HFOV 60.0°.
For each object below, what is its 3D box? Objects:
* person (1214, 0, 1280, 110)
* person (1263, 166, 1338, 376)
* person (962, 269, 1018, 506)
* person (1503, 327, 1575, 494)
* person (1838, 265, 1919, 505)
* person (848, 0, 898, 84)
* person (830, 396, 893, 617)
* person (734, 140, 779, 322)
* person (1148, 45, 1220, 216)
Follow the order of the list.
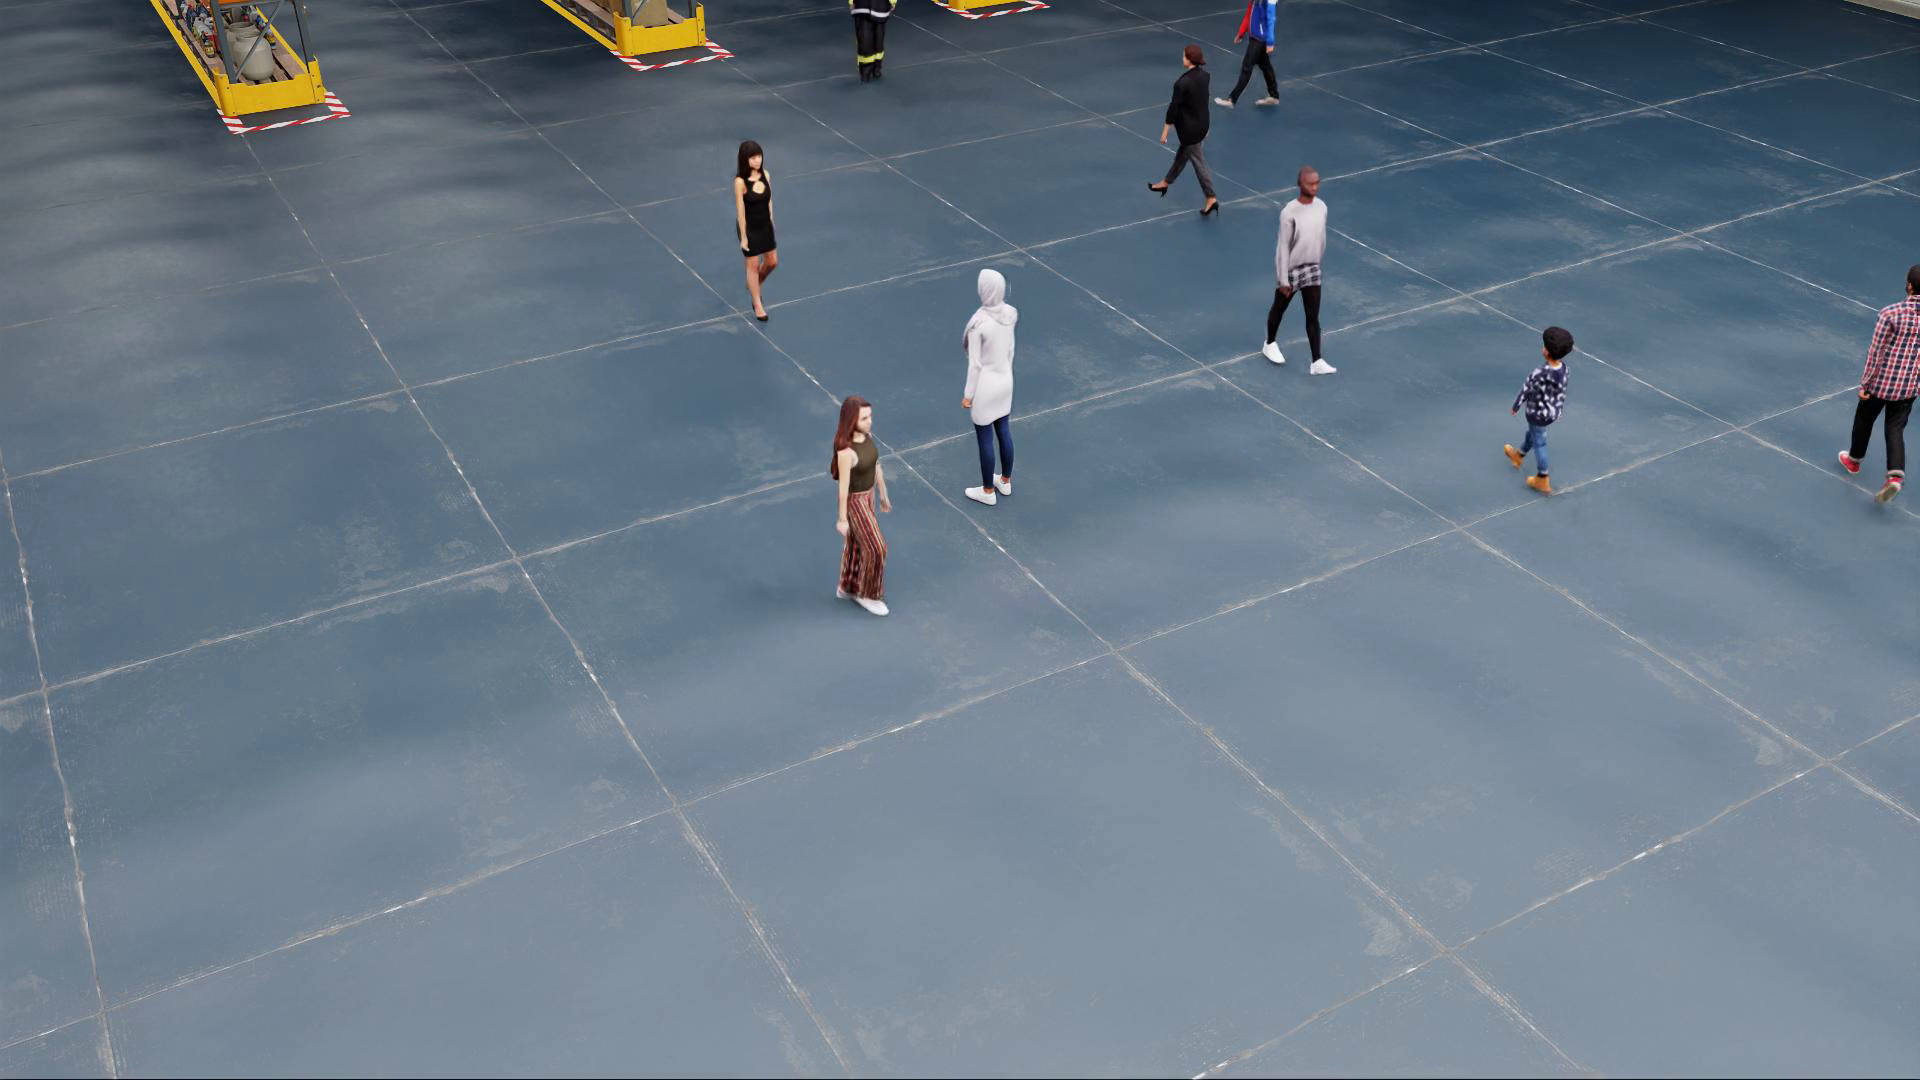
[{"bbox_3d":[3.633,-5.948,19.635,0.967,1.718,1.121,-4,33,-7],"label":"person"},{"bbox_3d":[2.732,-2.255,13.759,0.728,1.740,1.097,-13,35,-20],"label":"person"},{"bbox_3d":[0.222,-1.087,11.875,0.667,1.775,0.619,-27,41,-36],"label":"person"},{"bbox_3d":[4.280,-0.930,12.142,0.573,1.224,0.858,-12,34,-18],"label":"person"},{"bbox_3d":[6.734,-1.100,11.942,1.094,1.726,1.204,6,33,9],"label":"person"},{"bbox_3d":[-1.104,-6.743,20.669,0.892,1.959,0.945,-8,33,-12],"label":"person"},{"bbox_3d":[-0.730,-0.252,10.763,0.799,1.549,0.733,13,34,20],"label":"person"},{"bbox_3d":[-1.850,-2.727,14.601,0.614,1.640,0.691,-25,40,-34],"label":"person"},{"bbox_3d":[2.395,-4.056,16.685,1.227,1.665,0.870,27,41,36],"label":"person"}]
